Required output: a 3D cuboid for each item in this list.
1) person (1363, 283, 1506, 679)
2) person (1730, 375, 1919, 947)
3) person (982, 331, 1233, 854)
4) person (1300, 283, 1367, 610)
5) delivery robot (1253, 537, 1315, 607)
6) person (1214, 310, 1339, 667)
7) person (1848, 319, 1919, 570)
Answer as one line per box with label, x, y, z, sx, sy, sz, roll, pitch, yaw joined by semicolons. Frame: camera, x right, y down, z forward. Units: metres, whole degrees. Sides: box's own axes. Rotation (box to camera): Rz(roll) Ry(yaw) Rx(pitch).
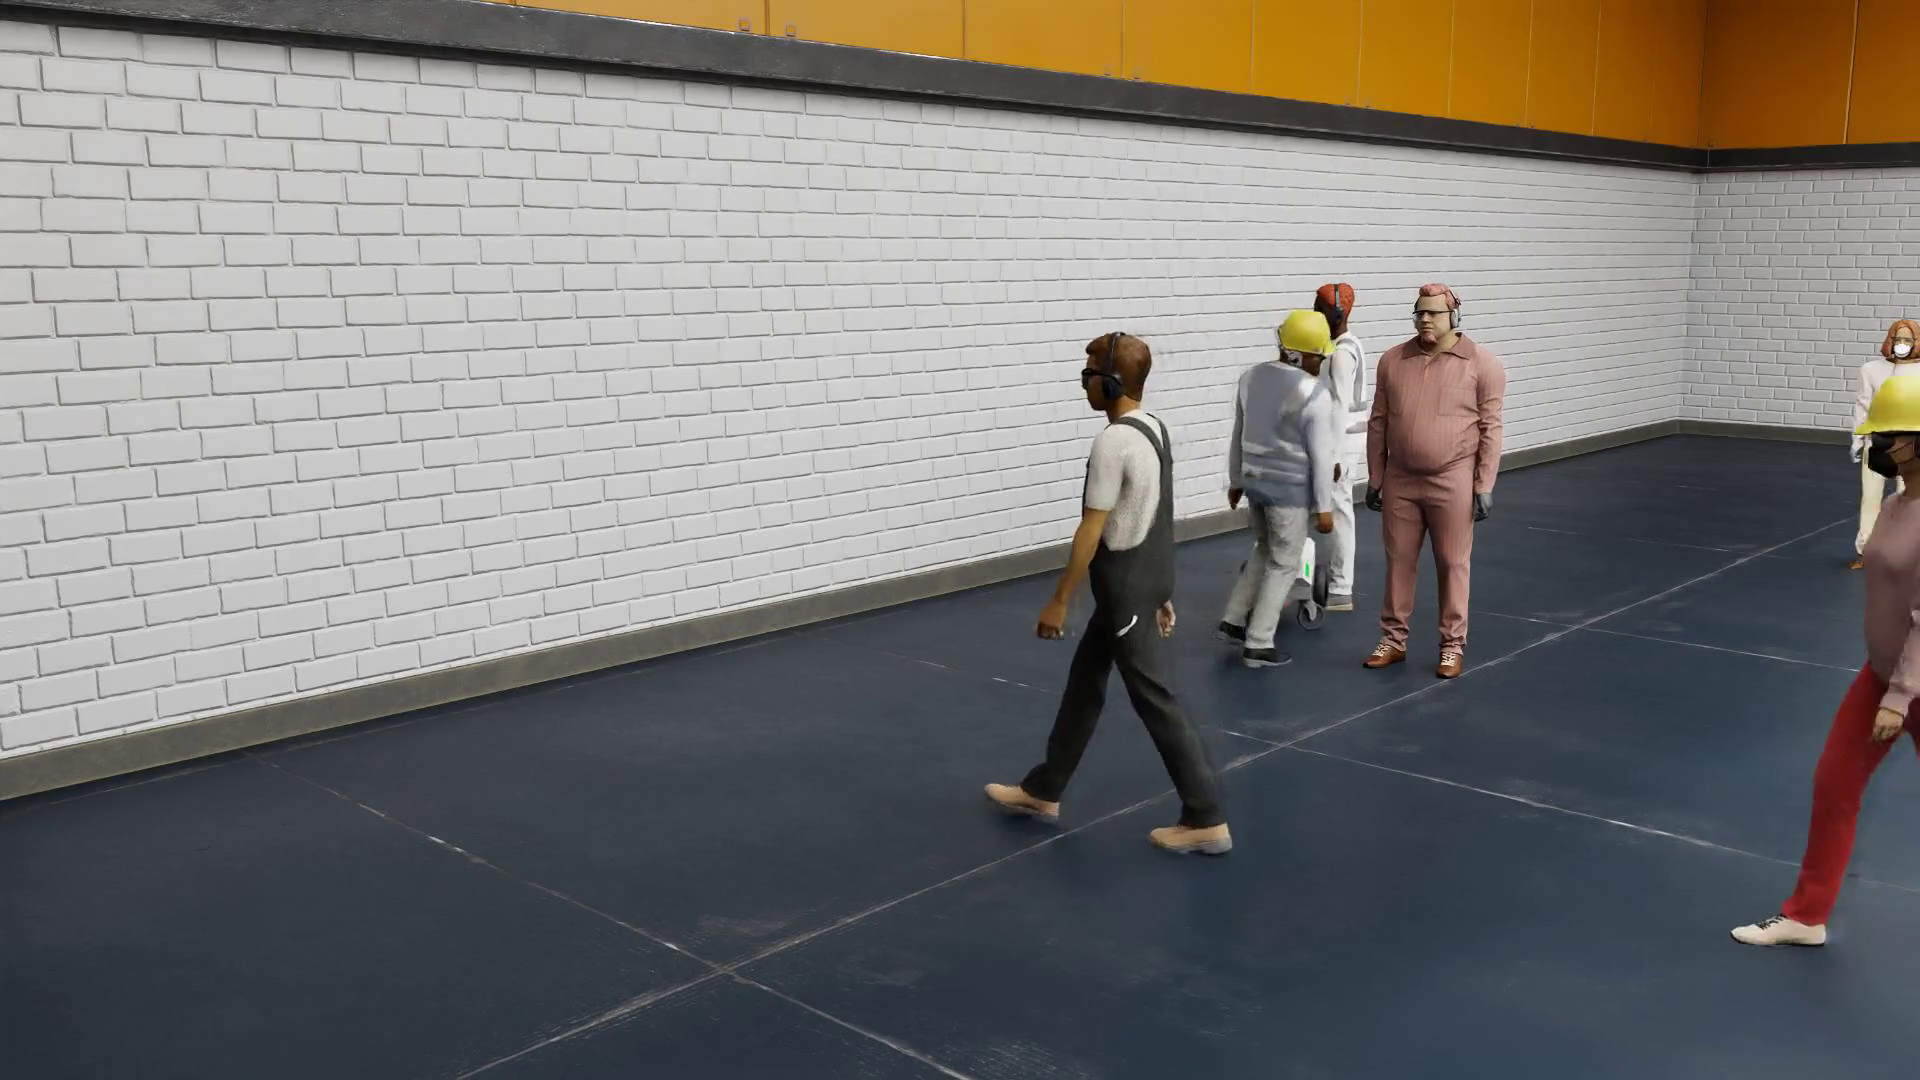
person;2.277;-0.286;8.091;0.652;1.906;0.409;7;12;33
person;2.779;0.394;4.734;0.860;1.729;0.525;1;10;6
person;0.542;0.182;5.764;0.956;1.797;0.513;4;11;19
person;2.154;-0.528;9.556;0.357;1.881;0.578;2;10;12
delivery robot;1.801;0.135;9.275;0.477;0.478;0.707;2;10;13
person;1.593;-0.240;8.209;0.403;1.787;0.685;-5;11;-28
person;5.966;-0.591;10.625;0.503;1.633;0.291;10;14;43
